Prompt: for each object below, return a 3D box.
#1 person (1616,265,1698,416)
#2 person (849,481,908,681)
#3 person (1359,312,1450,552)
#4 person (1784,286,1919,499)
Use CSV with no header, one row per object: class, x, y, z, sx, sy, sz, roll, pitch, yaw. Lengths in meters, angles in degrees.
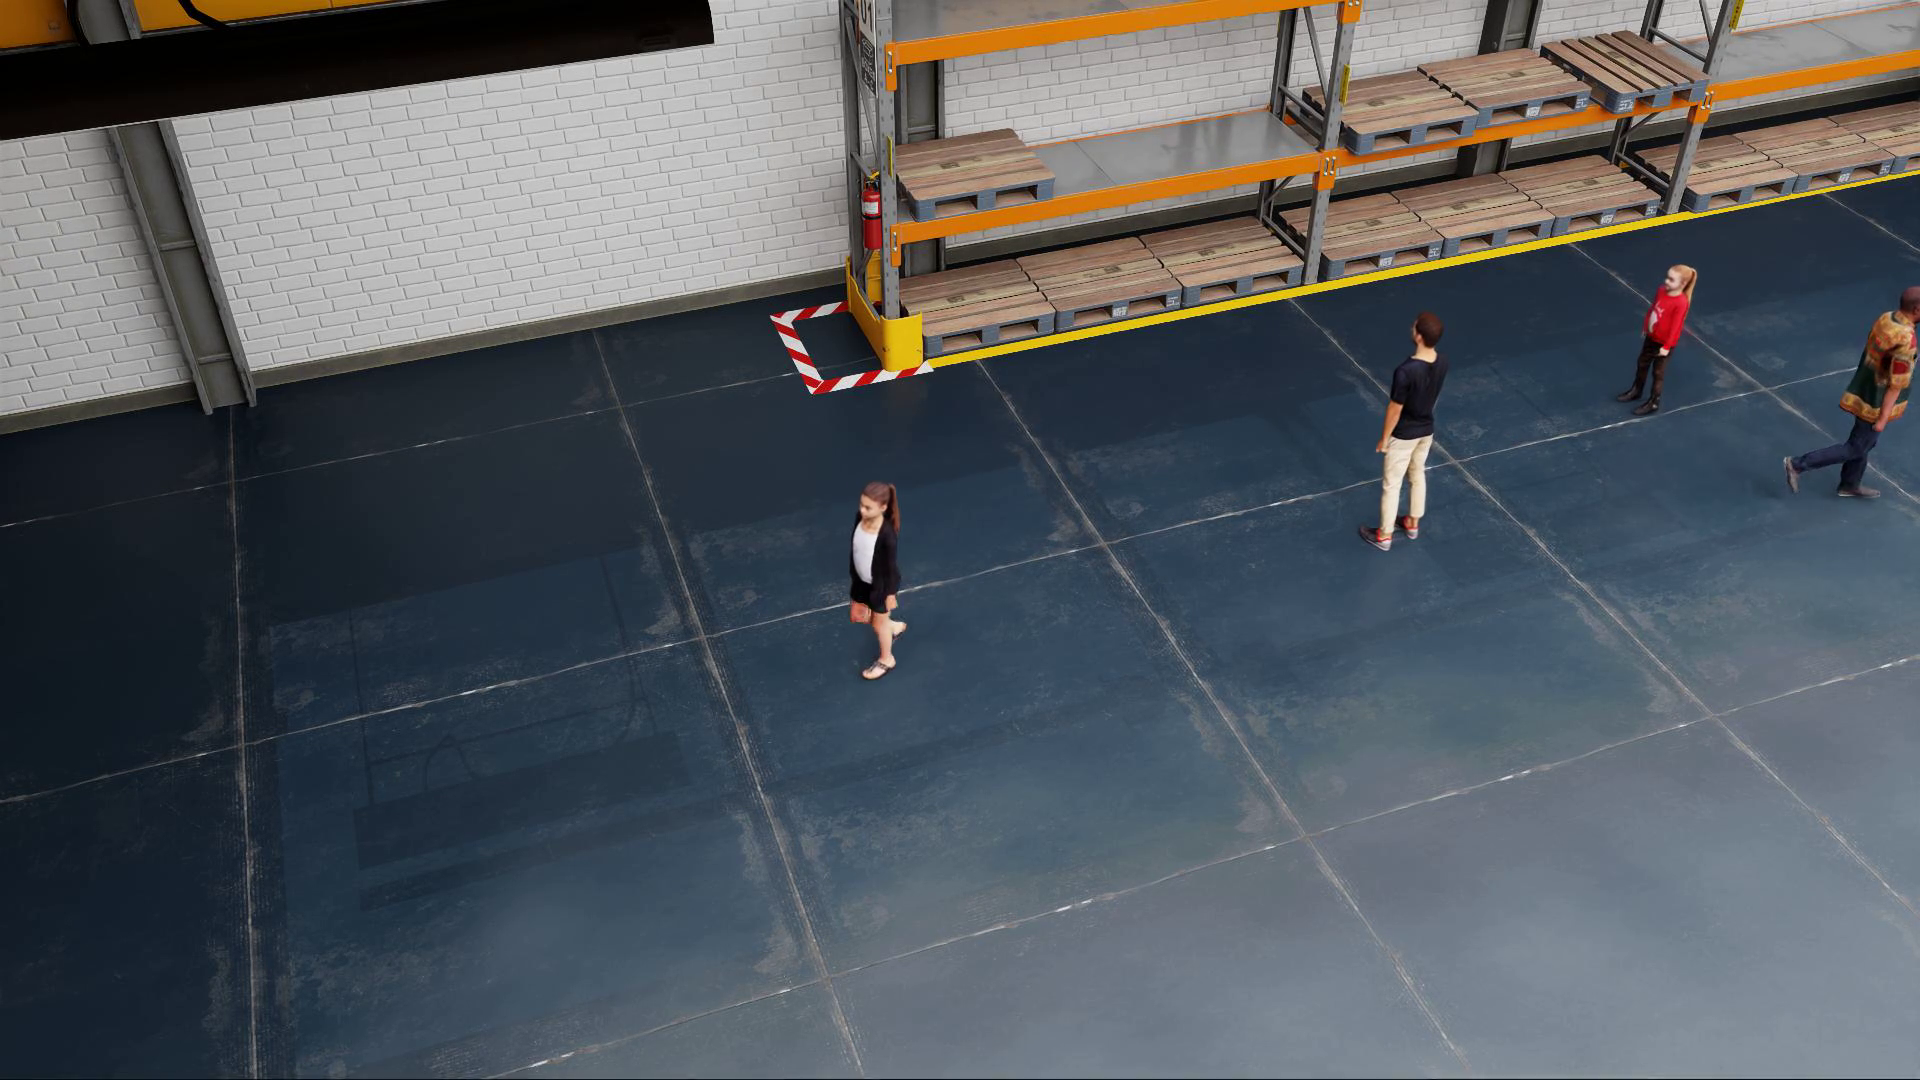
person,5.588,-1.606,13.225,0.494,1.283,0.485,-13,40,-15
person,-0.482,0.220,10.727,0.742,1.548,0.659,-29,47,-31
person,3.177,-0.760,11.708,0.565,1.854,0.734,-22,44,-25
person,6.573,-1.041,12.109,1.142,1.793,1.000,7,39,9
